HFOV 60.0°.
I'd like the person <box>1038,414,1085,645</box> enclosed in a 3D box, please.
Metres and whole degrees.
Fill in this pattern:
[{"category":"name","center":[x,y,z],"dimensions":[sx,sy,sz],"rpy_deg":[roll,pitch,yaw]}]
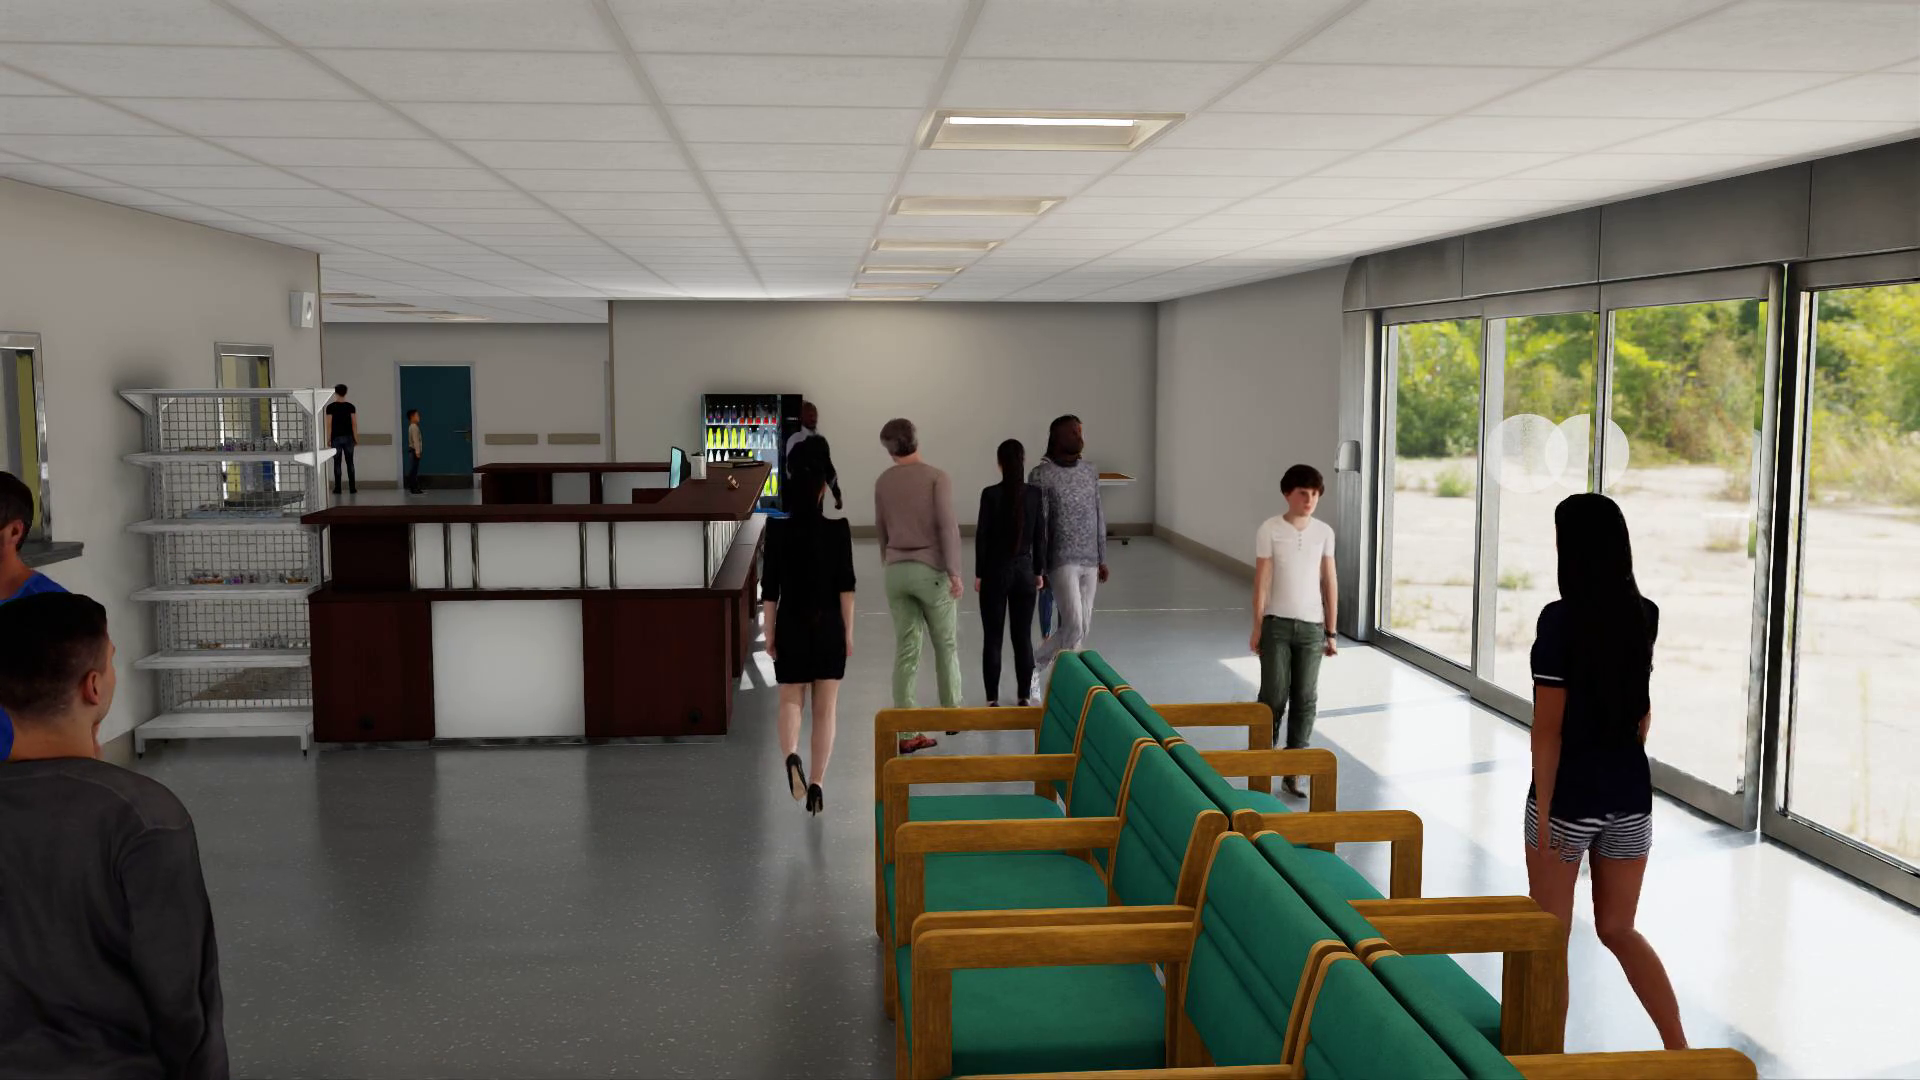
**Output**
[{"category":"person","center":[0.749,-0.030,12.226],"dimensions":[0.616,1.794,0.716],"rpy_deg":[-5,7,-40]}]

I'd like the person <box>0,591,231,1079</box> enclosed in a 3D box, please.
[{"category":"person","center":[-1.378,0.954,2.620],"dimensions":[0.491,1.760,0.690],"rpy_deg":[0,6,0]}]

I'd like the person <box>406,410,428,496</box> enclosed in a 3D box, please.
[{"category":"person","center":[-9.375,-1.509,28.571],"dimensions":[0.592,1.465,0.610],"rpy_deg":[-2,6,-21]}]

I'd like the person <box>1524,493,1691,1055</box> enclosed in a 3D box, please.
[{"category":"person","center":[1.791,0.764,4.577],"dimensions":[0.879,1.746,0.723],"rpy_deg":[-2,6,-15]}]

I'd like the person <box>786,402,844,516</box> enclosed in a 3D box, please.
[{"category":"person","center":[-1.542,-0.432,16.167],"dimensions":[0.951,1.806,0.914],"rpy_deg":[3,7,29]}]

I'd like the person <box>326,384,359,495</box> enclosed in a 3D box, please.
[{"category":"person","center":[-10.750,-1.764,28.944],"dimensions":[0.659,1.898,0.808],"rpy_deg":[-3,7,-28]}]

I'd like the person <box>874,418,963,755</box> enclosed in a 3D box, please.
[{"category":"person","center":[-0.236,0.273,9.125],"dimensions":[1.113,1.813,1.052],"rpy_deg":[3,7,28]}]

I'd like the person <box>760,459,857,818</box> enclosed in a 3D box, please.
[{"category":"person","center":[-0.695,0.480,7.706],"dimensions":[0.704,1.685,0.671],"rpy_deg":[0,6,-2]}]

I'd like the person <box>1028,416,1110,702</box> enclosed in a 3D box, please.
[{"category":"person","center":[0.629,0.163,10.189],"dimensions":[1.130,1.818,1.130],"rpy_deg":[-5,8,-40]}]

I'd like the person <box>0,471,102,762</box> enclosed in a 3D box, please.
[{"category":"person","center":[-2.310,0.746,4.257],"dimensions":[0.822,1.847,0.838],"rpy_deg":[2,6,21]}]

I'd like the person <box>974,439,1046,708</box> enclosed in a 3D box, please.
[{"category":"person","center":[0.294,0.252,9.846],"dimensions":[0.494,1.711,0.677],"rpy_deg":[-2,6,-17]}]

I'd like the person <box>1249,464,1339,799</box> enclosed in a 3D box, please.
[{"category":"person","center":[1.636,0.442,8.295],"dimensions":[0.670,1.643,0.653],"rpy_deg":[0,6,-2]}]
